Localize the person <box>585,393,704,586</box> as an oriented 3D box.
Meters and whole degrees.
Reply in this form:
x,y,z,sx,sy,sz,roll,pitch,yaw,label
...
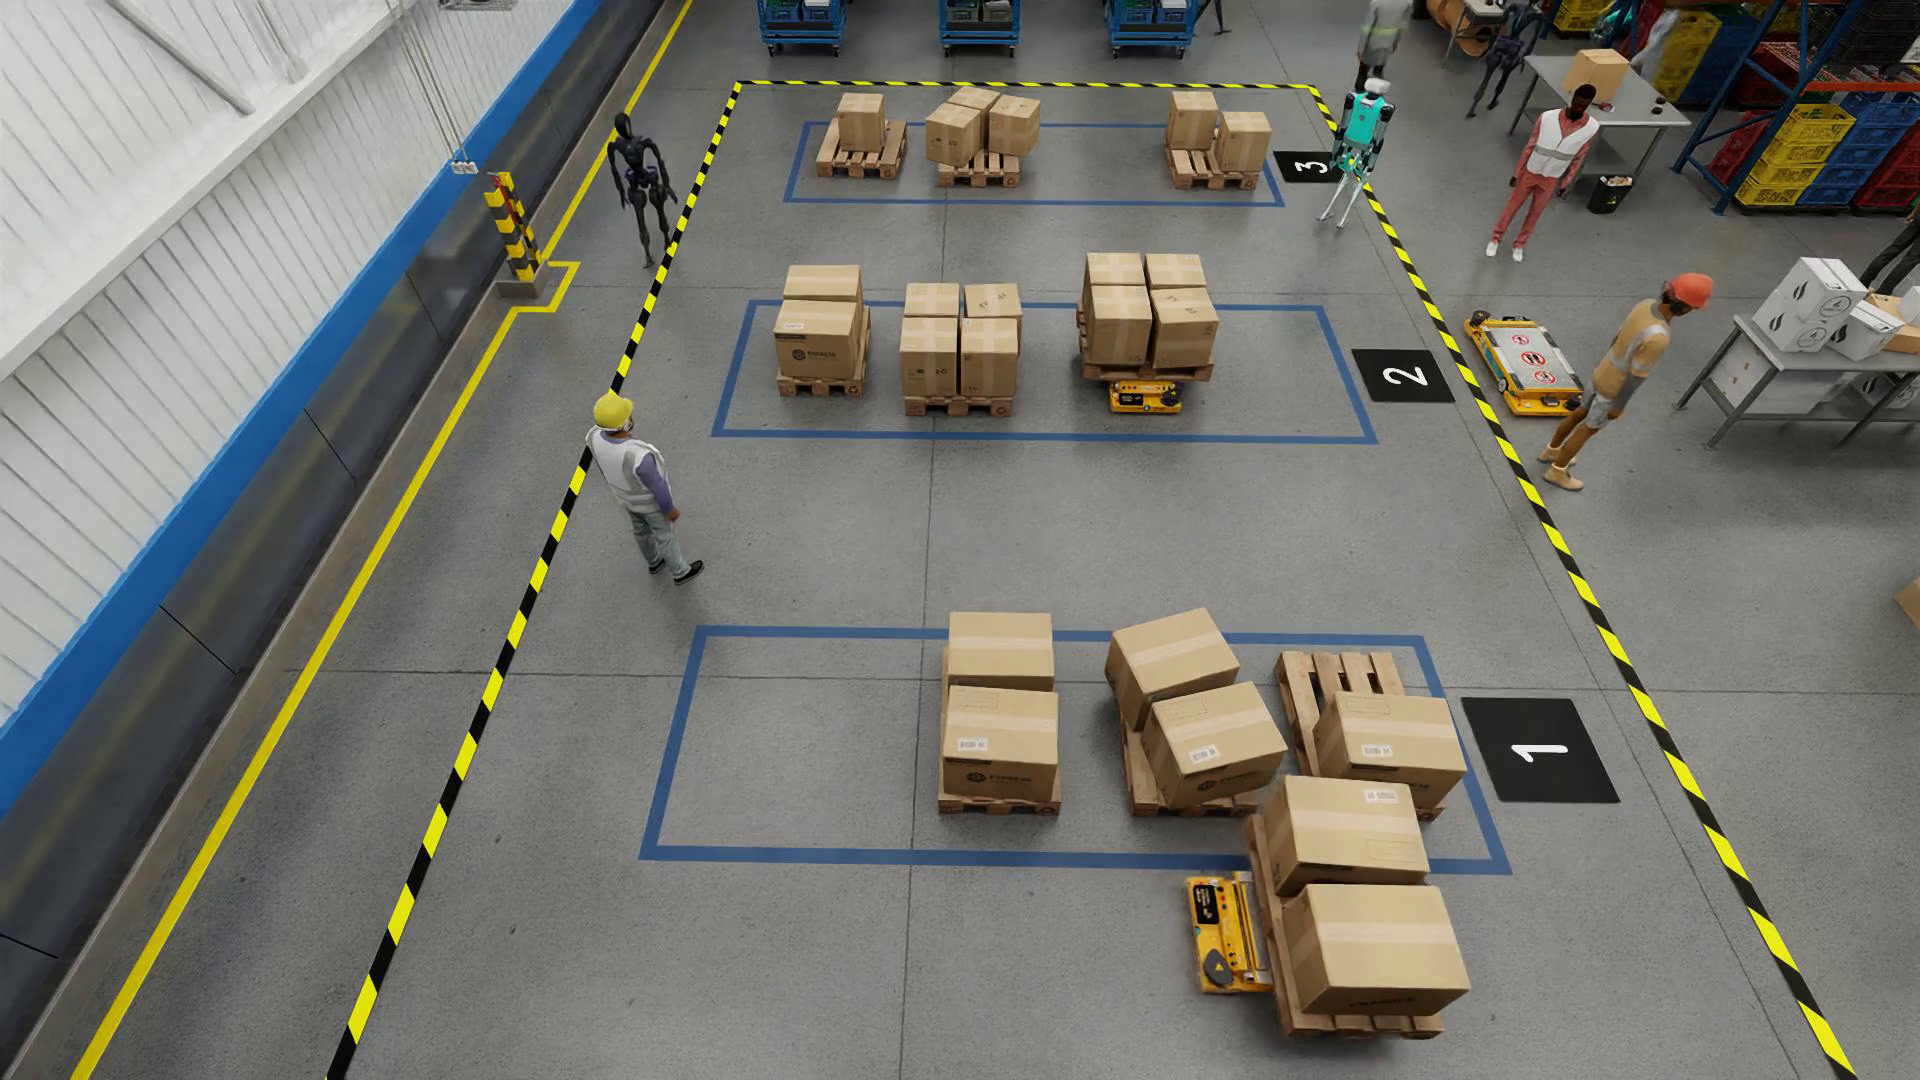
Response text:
x,y,z,sx,sy,sz,roll,pitch,yaw,label
-2.339,-0.353,6.800,0.597,1.836,0.404,23,53,19,person

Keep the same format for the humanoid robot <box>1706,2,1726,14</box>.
x,y,z,sx,sy,sz,roll,pitch,yaw,label
11.341,-8.161,13.665,0.330,1.647,0.609,13,50,11,humanoid robot

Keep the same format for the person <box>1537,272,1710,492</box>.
x,y,z,sx,sy,sz,roll,pitch,yaw,label
5.373,-1.283,7.472,0.392,2.044,0.607,14,50,11,person

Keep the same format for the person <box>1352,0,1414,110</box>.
x,y,z,sx,sy,sz,roll,pitch,yaw,label
5.591,-6.605,12.215,0.596,1.827,0.608,1,49,1,person

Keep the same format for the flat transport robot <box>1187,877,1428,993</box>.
x,y,z,sx,sy,sz,roll,pitch,yaw,label
2.135,2.344,5.486,1.431,0.197,0.652,1,49,1,flat transport robot

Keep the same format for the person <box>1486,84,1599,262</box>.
x,y,z,sx,sy,sz,roll,pitch,yaw,label
6.271,-3.933,9.856,0.580,1.911,0.394,21,52,17,person

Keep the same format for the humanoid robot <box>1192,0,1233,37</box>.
x,y,z,sx,sy,sz,roll,pitch,yaw,label
3.938,-8.609,14.082,0.786,1.622,0.599,14,51,12,humanoid robot

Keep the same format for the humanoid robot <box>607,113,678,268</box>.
x,y,z,sx,sy,sz,roll,pitch,yaw,label
-3.387,-3.757,9.875,0.615,1.629,0.735,-7,49,-6,humanoid robot

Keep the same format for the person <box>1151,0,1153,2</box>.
x,y,z,sx,sy,sz,roll,pitch,yaw,label
3.107,-9.082,14.368,0.471,1.821,0.557,-11,50,-9,person

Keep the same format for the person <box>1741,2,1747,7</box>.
x,y,z,sx,sy,sz,roll,pitch,yaw,label
13.176,-9.721,14.901,0.328,1.861,0.490,36,58,27,person

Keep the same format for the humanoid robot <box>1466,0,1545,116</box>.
x,y,z,sx,sy,sz,roll,pitch,yaw,label
7.342,-6.565,12.326,0.610,1.636,0.790,35,58,27,humanoid robot

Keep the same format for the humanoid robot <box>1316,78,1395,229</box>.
x,y,z,sx,sy,sz,roll,pitch,yaw,label
4.487,-4.355,10.242,0.533,1.677,0.735,35,57,26,humanoid robot

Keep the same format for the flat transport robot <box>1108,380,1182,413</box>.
x,y,z,sx,sy,sz,roll,pitch,yaw,label
1.773,-1.807,9.079,0.652,0.197,1.431,1,49,1,flat transport robot

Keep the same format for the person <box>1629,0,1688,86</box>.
x,y,z,sx,sy,sz,roll,pitch,yaw,label
9.056,-6.418,12.125,0.677,1.706,0.508,19,52,15,person

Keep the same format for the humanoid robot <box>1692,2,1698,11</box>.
x,y,z,sx,sy,sz,roll,pitch,yaw,label
10.496,-7.565,13.120,0.792,1.782,0.549,-1,49,-1,humanoid robot

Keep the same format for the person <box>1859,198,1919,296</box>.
x,y,z,sx,sy,sz,roll,pitch,yaw,label
9.831,-3.194,9.254,0.333,1.844,0.516,-4,49,-4,person

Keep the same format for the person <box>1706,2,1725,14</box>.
x,y,z,sx,sy,sz,roll,pitch,yaw,label
11.155,-8.081,13.486,0.484,1.839,0.567,17,51,15,person

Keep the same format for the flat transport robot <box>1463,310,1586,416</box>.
x,y,z,sx,sy,sz,roll,pitch,yaw,label
5.573,-1.757,9.054,0.659,0.231,1.431,1,49,1,flat transport robot

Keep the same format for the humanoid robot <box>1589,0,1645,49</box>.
x,y,z,sx,sy,sz,roll,pitch,yaw,label
9.600,-7.767,13.244,0.694,1.744,0.536,3,49,3,humanoid robot
